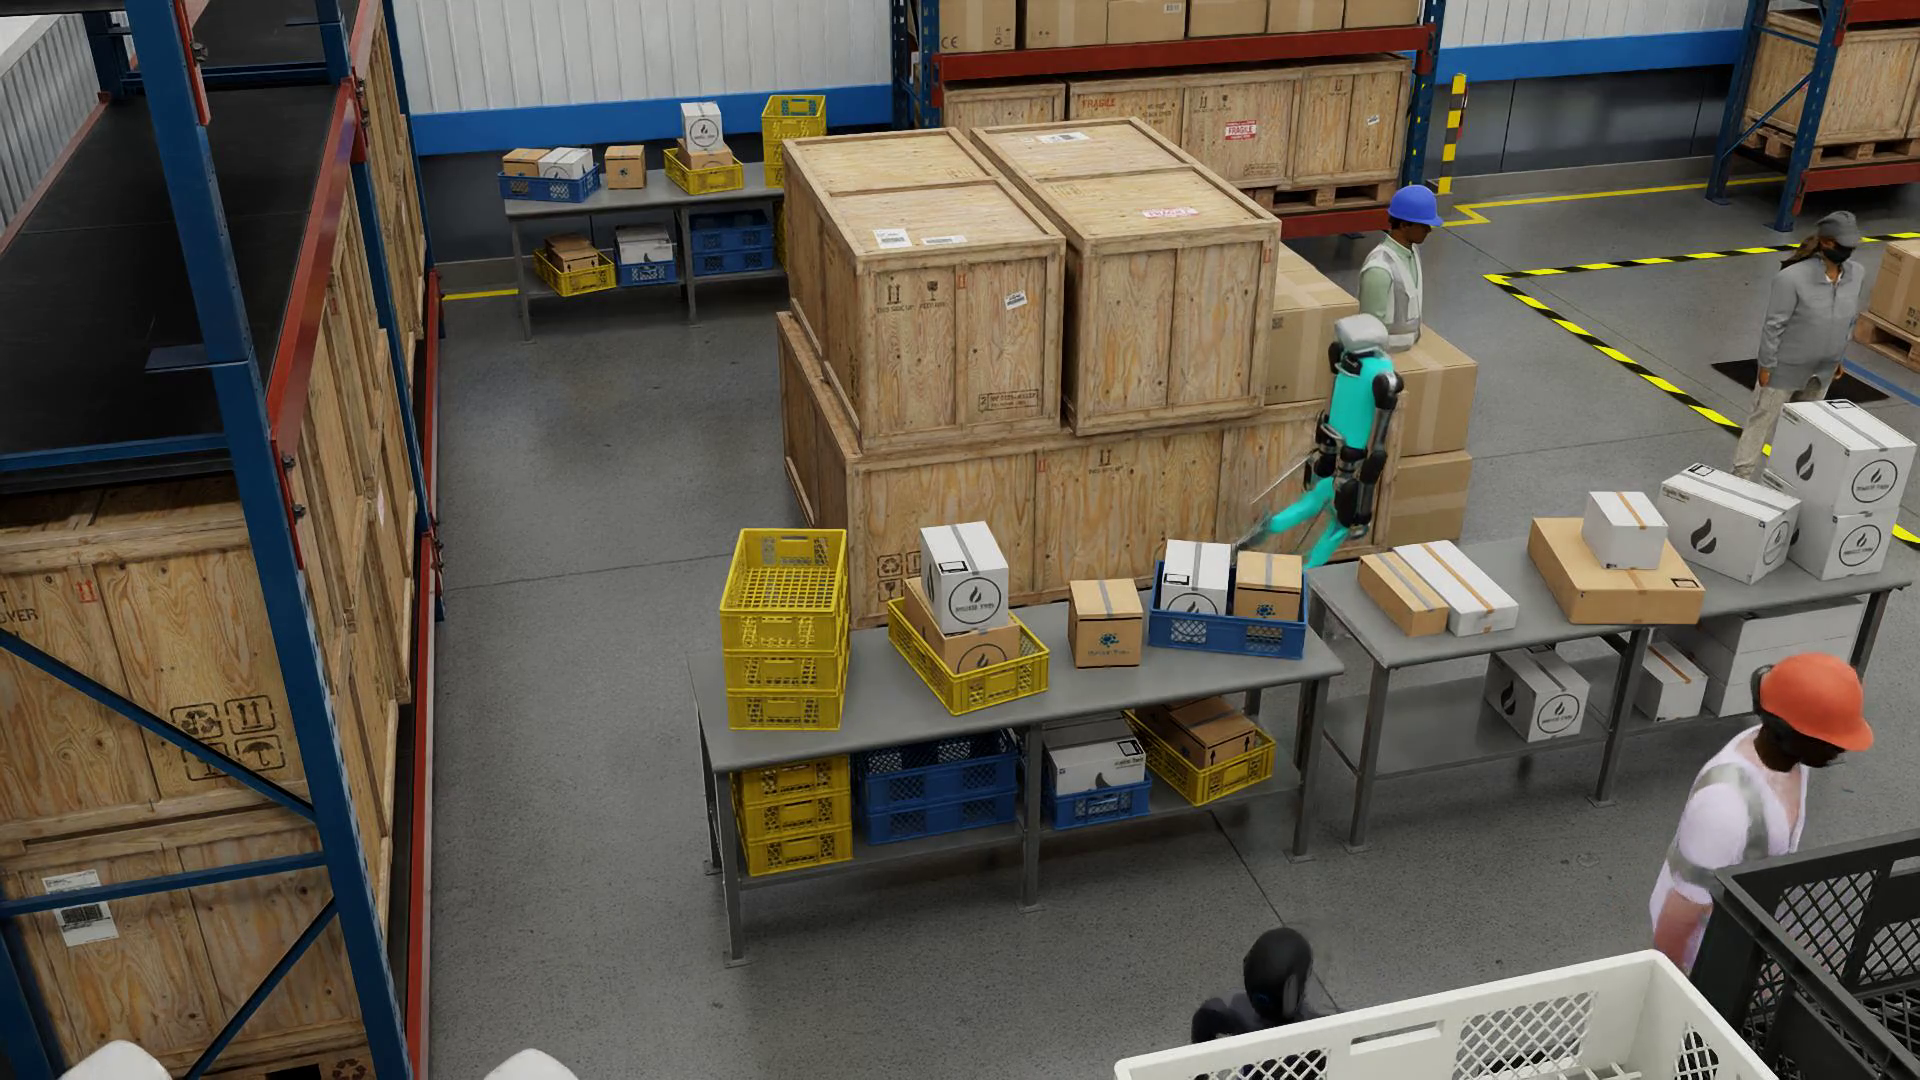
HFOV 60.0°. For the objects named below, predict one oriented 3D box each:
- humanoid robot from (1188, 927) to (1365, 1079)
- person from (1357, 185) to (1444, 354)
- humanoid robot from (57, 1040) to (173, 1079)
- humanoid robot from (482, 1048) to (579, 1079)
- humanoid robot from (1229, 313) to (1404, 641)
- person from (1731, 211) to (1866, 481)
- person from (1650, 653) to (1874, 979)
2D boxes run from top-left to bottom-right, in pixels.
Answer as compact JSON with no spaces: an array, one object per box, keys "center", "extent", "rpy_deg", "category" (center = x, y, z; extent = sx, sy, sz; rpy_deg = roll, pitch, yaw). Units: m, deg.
[{"center":[0.918,1.705,4.597],"extent":[0.618,1.644,0.566],"rpy_deg":[10,30,17],"category":"humanoid robot"},{"center":[2.369,-1.029,9.258],"extent":[0.411,1.939,0.602],"rpy_deg":[17,33,28],"category":"person"},{"center":[-1.973,2.081,3.936],"extent":[0.552,1.911,0.716],"rpy_deg":[13,32,23],"category":"humanoid robot"},{"center":[-1.054,2.109,3.871],"extent":[0.549,1.895,0.759],"rpy_deg":[16,33,27],"category":"humanoid robot"},{"center":[1.583,-0.190,7.992],"extent":[1.027,1.782,0.530],"rpy_deg":[-9,30,-15],"category":"humanoid robot"},{"center":[4.737,-1.006,9.388],"extent":[0.574,1.767,0.401],"rpy_deg":[-7,30,-12],"category":"person"},{"center":[2.333,1.210,5.103],"extent":[0.665,2.032,0.438],"rpy_deg":[-25,37,-37],"category":"person"}]
